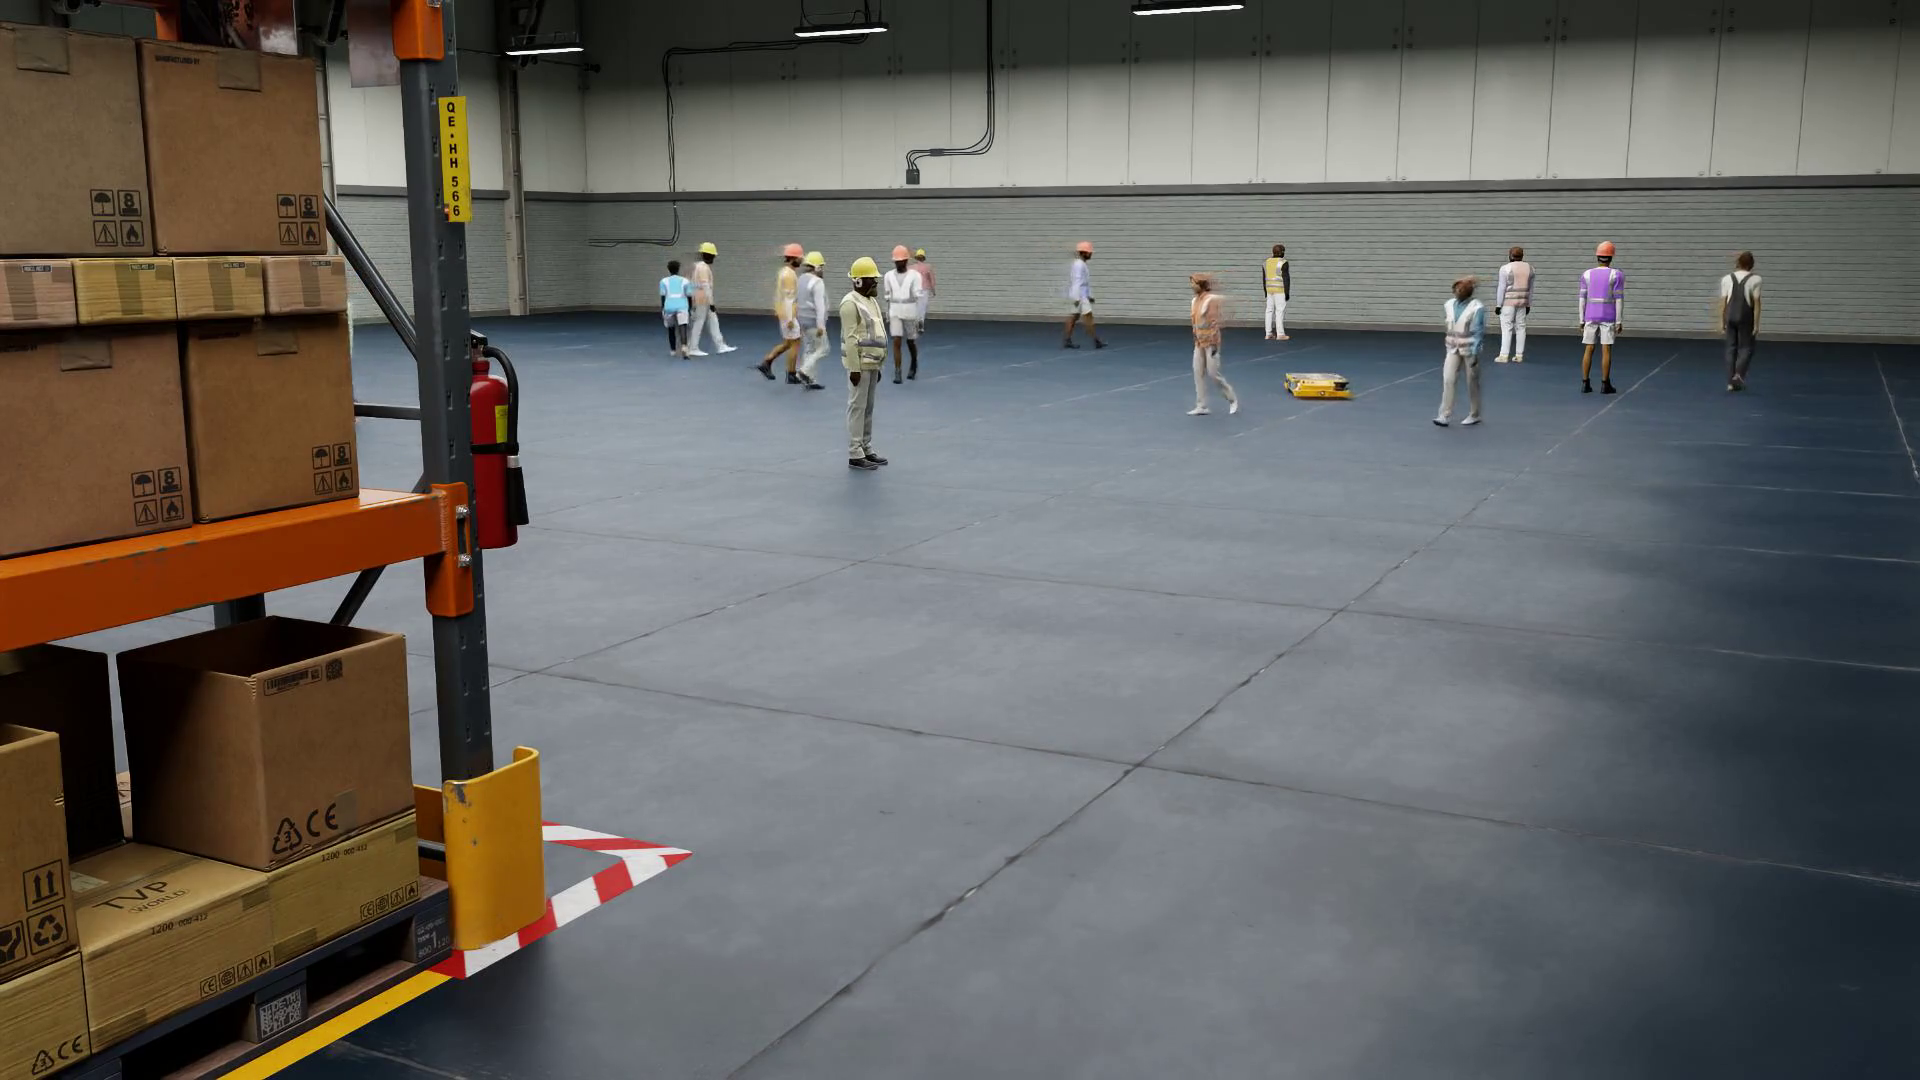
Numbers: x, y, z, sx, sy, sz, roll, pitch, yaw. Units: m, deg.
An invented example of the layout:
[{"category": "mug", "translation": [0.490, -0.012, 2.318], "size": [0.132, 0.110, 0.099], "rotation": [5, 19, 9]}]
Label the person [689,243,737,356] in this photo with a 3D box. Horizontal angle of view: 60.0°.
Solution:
[{"category": "person", "translation": [-4.159, -4.028, 27.927], "size": [0.901, 1.883, 0.600], "rotation": [-1, 10, -8]}]

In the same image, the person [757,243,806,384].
[{"category": "person", "translation": [-2.394, -3.074, 22.663], "size": [0.645, 1.913, 0.579], "rotation": [-3, 11, -18]}]

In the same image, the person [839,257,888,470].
[{"category": "person", "translation": [-0.826, -1.535, 14.483], "size": [0.403, 1.833, 0.591], "rotation": [3, 11, 16]}]

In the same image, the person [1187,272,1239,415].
[{"category": "person", "translation": [2.846, -2.202, 18.711], "size": [0.555, 1.612, 0.533], "rotation": [-4, 11, -22]}]

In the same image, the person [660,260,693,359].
[{"category": "person", "translation": [-4.669, -3.811, 27.458], "size": [0.541, 1.633, 0.969], "rotation": [-2, 11, -12]}]

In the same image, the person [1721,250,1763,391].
[{"category": "person", "translation": [10.151, -2.842, 21.629], "size": [0.504, 1.833, 0.393], "rotation": [10, 14, 43]}]

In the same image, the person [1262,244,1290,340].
[{"category": "person", "translation": [6.179, -4.818, 32.362], "size": [0.429, 1.843, 0.633], "rotation": [-8, 13, -37]}]

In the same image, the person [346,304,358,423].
[{"category": "person", "translation": [-6.653, -1.992, 17.639], "size": [0.503, 1.591, 0.849], "rotation": [0, 10, -1]}]

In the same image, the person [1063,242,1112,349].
[{"category": "person", "translation": [2.278, -4.348, 29.635], "size": [0.946, 1.890, 0.571], "rotation": [1, 10, 7]}]

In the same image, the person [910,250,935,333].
[{"category": "person", "translation": [-0.803, -5.175, 34.657], "size": [0.527, 1.722, 0.920], "rotation": [2, 11, 13]}]

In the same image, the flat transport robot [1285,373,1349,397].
[{"category": "flat transport robot", "translation": [4.540, -1.986, 21.201], "size": [0.652, 0.197, 1.431], "rotation": [1, 10, 5]}]

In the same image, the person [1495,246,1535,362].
[{"category": "person", "translation": [8.834, -3.755, 26.565], "size": [0.633, 1.842, 0.429], "rotation": [-3, 11, -16]}]

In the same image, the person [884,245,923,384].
[{"category": "person", "translation": [-0.757, -3.130, 23.018], "size": [0.556, 1.901, 0.859], "rotation": [2, 11, 10]}]

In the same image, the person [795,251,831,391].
[{"category": "person", "translation": [-1.922, -2.822, 21.549], "size": [0.474, 1.815, 0.604], "rotation": [-8, 13, -36]}]

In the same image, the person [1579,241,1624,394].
[{"category": "person", "translation": [8.230, -2.846, 21.336], "size": [0.552, 1.938, 0.356], "rotation": [8, 13, 38]}]

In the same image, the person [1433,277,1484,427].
[{"category": "person", "translation": [5.294, -1.971, 17.537], "size": [0.893, 1.569, 0.522], "rotation": [-9, 14, -41]}]
